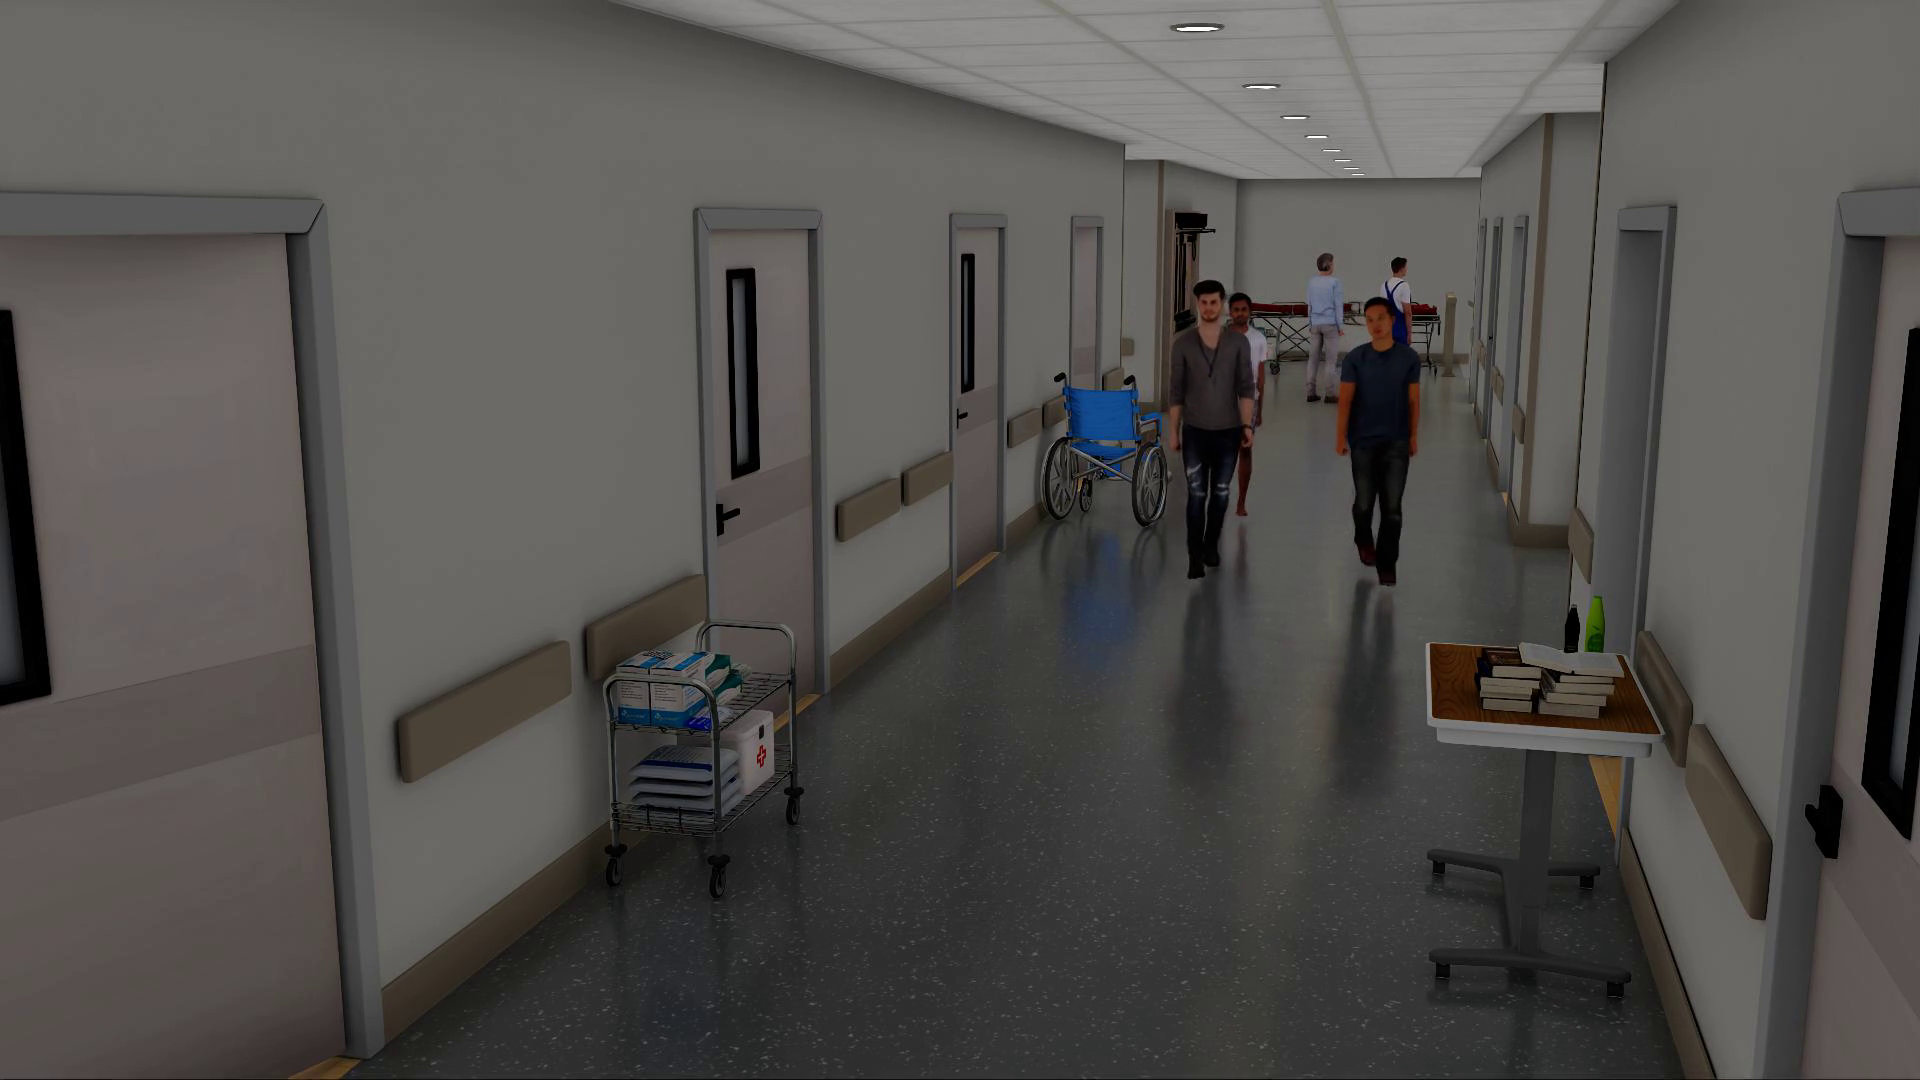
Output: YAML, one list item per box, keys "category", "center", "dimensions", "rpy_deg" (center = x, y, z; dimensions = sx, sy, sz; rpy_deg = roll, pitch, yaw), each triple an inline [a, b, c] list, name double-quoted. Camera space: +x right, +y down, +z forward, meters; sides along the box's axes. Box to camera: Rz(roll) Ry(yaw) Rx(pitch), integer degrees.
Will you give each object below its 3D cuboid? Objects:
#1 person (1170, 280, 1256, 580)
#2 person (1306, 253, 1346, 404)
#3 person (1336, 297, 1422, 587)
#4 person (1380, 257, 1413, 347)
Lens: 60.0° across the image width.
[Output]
- category: "person"
  center: [1.622, -0.693, 10.689]
  dimensions: [0.847, 1.859, 1.242]
  rpy_deg: [1, 11, 3]
- category: "person"
  center: [4.653, -2.712, 21.231]
  dimensions: [0.756, 1.894, 0.747]
  rpy_deg: [-10, 15, -44]
- category: "person"
  center: [2.649, -0.625, 10.583]
  dimensions: [0.734, 1.765, 1.181]
  rpy_deg: [2, 11, 8]
- category: "person"
  center: [5.491, -2.648, 21.011]
  dimensions: [0.761, 1.851, 0.718]
  rpy_deg: [-7, 13, -34]
